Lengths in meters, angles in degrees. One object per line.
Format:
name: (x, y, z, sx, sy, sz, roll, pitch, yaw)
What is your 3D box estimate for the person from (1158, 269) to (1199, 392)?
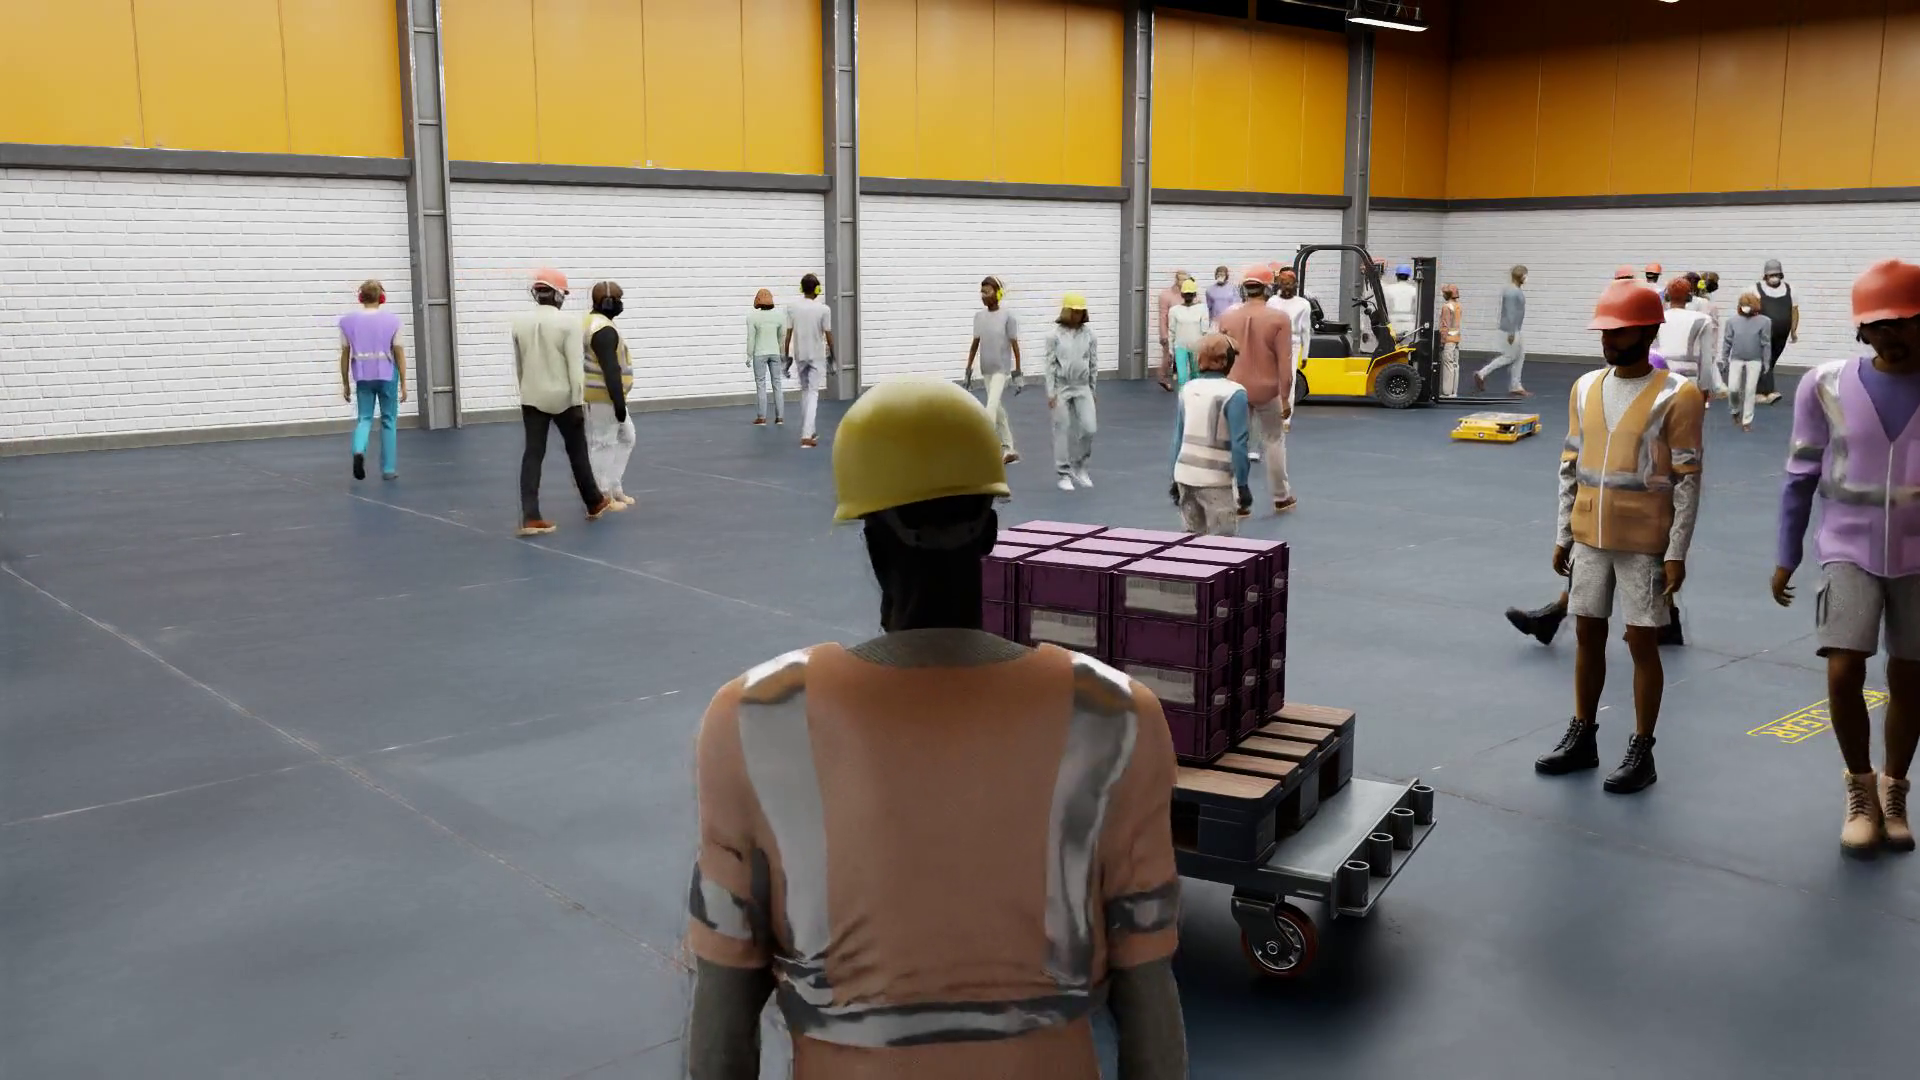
person: (3.175, -3.052, 24.399, 0.665, 1.858, 0.915, -2, 10, -12)

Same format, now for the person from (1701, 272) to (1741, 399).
person: (10.586, -2.885, 23.547, 0.921, 1.789, 0.646, 3, 10, 18)

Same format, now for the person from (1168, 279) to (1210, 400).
person: (2.920, -2.462, 21.246, 0.531, 1.737, 0.803, 1, 10, 3)

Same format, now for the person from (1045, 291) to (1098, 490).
person: (0.969, -1.280, 14.365, 0.484, 1.731, 0.387, -2, 10, -13)

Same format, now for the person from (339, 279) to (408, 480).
person: (-5.240, -1.412, 14.857, 0.570, 1.823, 0.649, -1, 10, -7)

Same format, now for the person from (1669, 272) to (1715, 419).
person: (8.891, -2.333, 20.231, 0.834, 1.815, 0.650, -5, 11, -26)

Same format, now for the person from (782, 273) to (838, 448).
person: (-1.570, -1.928, 17.835, 0.543, 1.832, 0.865, 3, 10, 16)

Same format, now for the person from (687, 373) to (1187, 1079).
person: (-0.017, 0.752, 2.011, 0.629, 1.890, 0.818, -1, 10, -4)

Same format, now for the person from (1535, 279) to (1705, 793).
person: (2.494, -0.012, 6.312, 0.363, 1.935, 0.553, -7, 12, -35)

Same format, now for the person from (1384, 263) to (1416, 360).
person: (6.491, -3.113, 24.539, 0.628, 1.910, 0.576, 0, 10, 1)

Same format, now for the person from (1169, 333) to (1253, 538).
person: (1.269, -0.294, 8.881, 0.517, 1.612, 0.533, -5, 11, -29)

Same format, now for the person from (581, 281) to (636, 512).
person: (-2.726, -1.119, 13.115, 0.543, 1.825, 0.662, -3, 10, -19)

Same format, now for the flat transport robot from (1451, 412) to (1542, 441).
flat transport robot: (6.025, -1.283, 18.628, 0.652, 0.197, 1.431, 6, 11, 31)

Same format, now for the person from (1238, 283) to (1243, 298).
person: (4.247, -2.936, 24.220, 0.529, 1.659, 0.565, -2, 10, -13)

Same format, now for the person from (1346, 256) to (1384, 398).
person: (5.898, -3.015, 23.634, 0.686, 2.030, 0.629, 4, 11, 24)

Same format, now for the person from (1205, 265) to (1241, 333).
person: (4.260, -3.490, 26.863, 0.615, 1.893, 1.032, 4, 11, 24)

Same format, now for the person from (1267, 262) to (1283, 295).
person: (5.165, -3.514, 26.830, 0.989, 1.941, 0.633, -8, 13, -39)

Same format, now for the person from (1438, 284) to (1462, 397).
person: (6.874, -2.774, 23.359, 0.308, 1.639, 0.510, 7, 12, 35)

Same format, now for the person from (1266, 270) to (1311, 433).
person: (3.752, -2.184, 19.237, 0.594, 1.864, 0.613, 3, 10, 17)

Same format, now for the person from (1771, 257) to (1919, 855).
person: (3.134, 0.077, 5.562, 0.761, 2.009, 0.627, 5, 11, 28)

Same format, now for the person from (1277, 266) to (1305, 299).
person: (4.804, -3.008, 24.010, 0.813, 1.888, 0.582, -3, 10, -17)

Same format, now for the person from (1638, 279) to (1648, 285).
person: (9.601, -2.910, 23.958, 0.542, 1.711, 0.849, -3, 10, -16)

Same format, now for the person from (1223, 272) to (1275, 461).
person: (2.888, -1.753, 16.680, 0.608, 1.870, 0.989, -1, 10, -5)

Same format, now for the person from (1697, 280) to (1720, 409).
person: (9.776, -2.599, 22.058, 0.540, 1.729, 0.429, 4, 10, 21)

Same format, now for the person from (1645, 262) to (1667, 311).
person: (10.585, -3.290, 25.539, 0.375, 1.929, 0.554, -8, 12, -39)

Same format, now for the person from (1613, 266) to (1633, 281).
person: (9.085, -2.799, 22.807, 0.568, 1.872, 1.017, -2, 10, -10)

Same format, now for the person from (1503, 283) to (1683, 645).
person: (3.328, -0.377, 8.580, 0.987, 1.883, 0.574, 1, 10, 4)

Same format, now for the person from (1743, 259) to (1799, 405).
person: (11.063, -2.852, 22.636, 0.678, 2.000, 1.022, 0, 10, 2)

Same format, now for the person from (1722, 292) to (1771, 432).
person: (9.079, -2.051, 19.200, 0.519, 1.618, 0.391, 5, 11, 28)

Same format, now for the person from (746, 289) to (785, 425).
person: (-2.330, -2.195, 19.977, 0.504, 1.632, 0.269, -5, 11, -29)

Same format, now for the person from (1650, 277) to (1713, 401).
person: (6.171, -1.351, 14.425, 0.566, 1.854, 0.937, 6, 11, 32)

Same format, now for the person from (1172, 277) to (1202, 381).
person: (3.659, -3.402, 26.891, 0.534, 1.690, 0.319, 4, 11, 24)

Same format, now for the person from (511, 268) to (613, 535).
person: (-2.990, -1.039, 12.329, 0.628, 1.926, 1.058, 3, 10, 17)

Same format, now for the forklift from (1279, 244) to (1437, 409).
forklift: (5.256, -2.933, 22.661, 2.313, 2.155, 1.214, 3, 10, 16)

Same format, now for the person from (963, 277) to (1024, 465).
person: (0.270, -1.579, 15.832, 0.554, 1.819, 0.971, 9, 13, 42)

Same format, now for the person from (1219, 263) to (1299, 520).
person: (2.335, -1.149, 12.906, 0.645, 1.952, 0.934, 6, 11, 31)

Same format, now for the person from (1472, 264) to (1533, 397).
person: (7.865, -3.004, 23.926, 0.759, 1.916, 0.628, 5, 11, 27)
